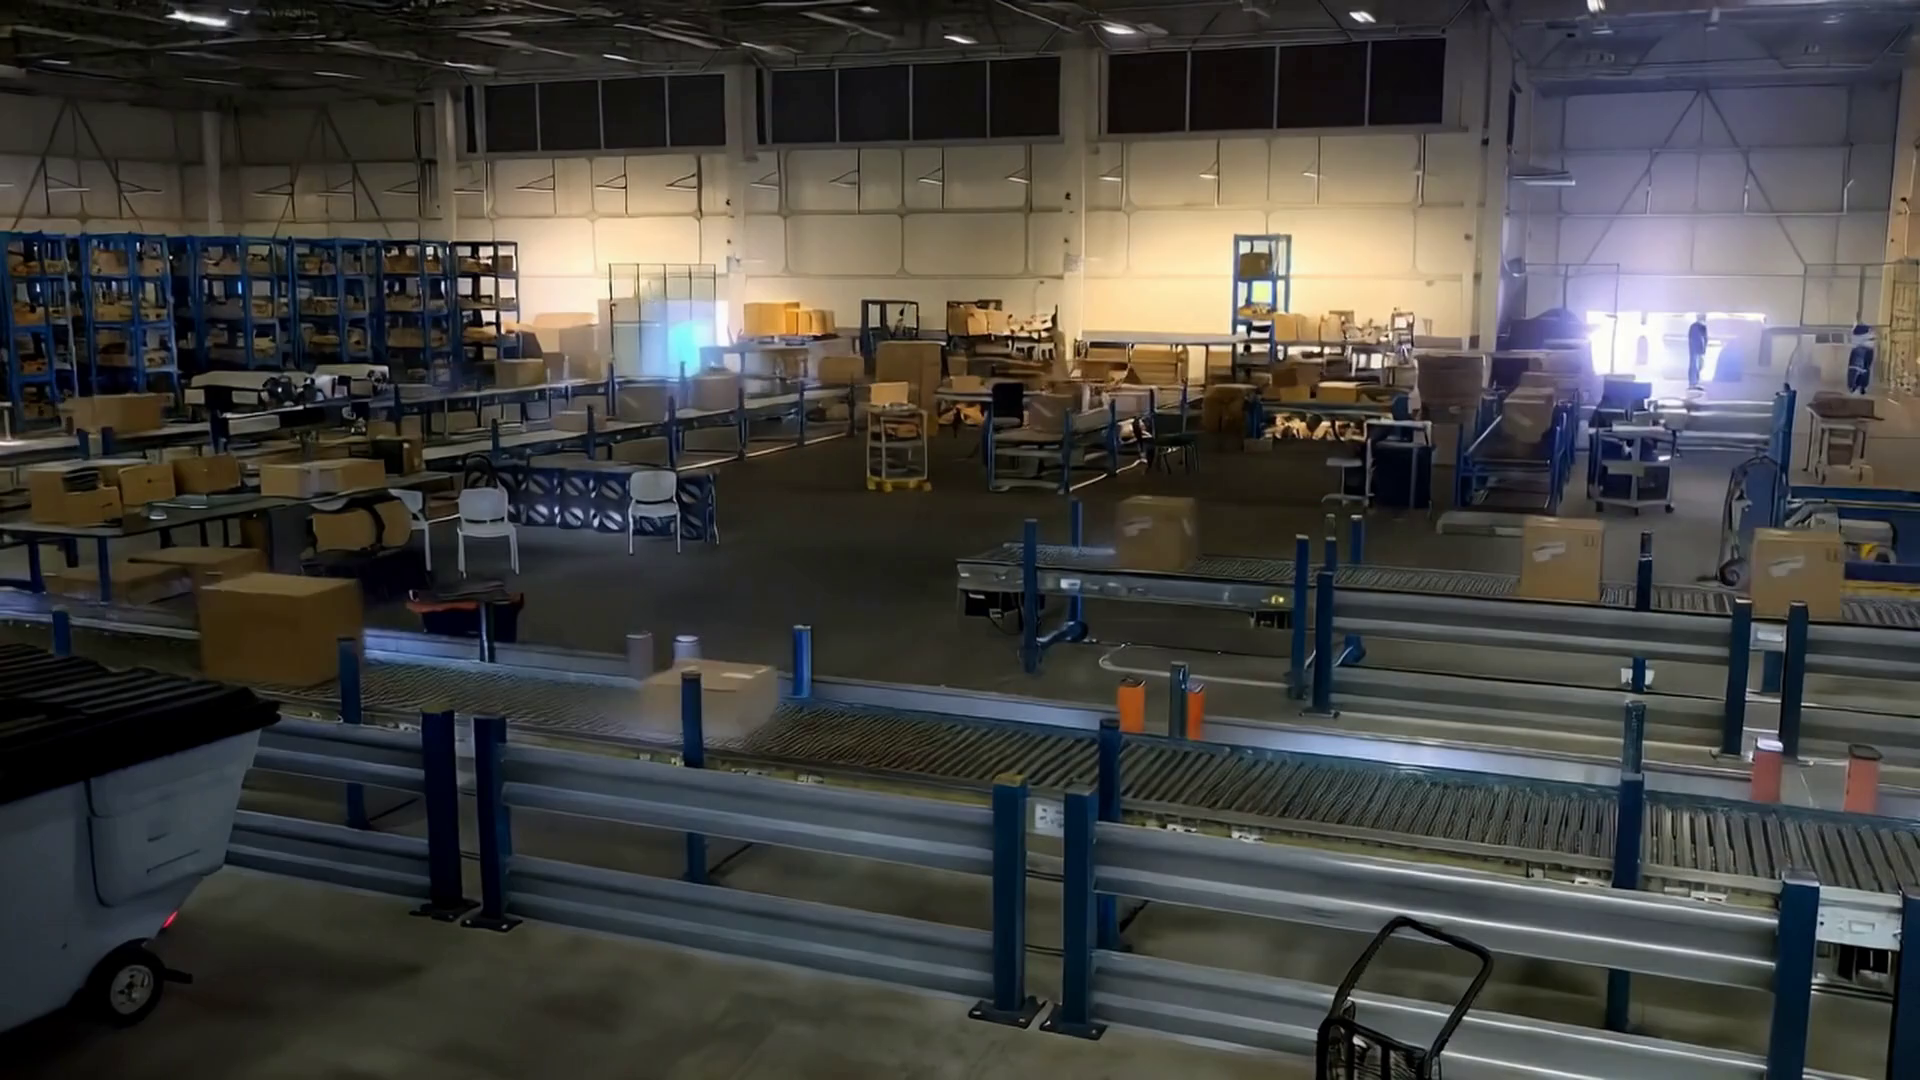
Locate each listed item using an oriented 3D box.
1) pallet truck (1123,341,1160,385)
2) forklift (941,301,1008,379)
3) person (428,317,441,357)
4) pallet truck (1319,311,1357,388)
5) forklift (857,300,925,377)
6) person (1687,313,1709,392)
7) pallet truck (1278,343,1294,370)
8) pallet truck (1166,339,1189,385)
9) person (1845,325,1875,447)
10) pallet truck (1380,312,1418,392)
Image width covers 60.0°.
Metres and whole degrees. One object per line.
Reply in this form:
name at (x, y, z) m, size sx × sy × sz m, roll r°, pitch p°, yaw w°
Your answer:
pallet truck at (4.445, -4.380, 41.279) m, size 0.680 × 1.201 × 1.601 m, roll 4°, pitch 10°, yaw 22°
forklift at (0.365, -4.966, 41.571) m, size 1.157 × 1.987 × 2.680 m, roll 3°, pitch 10°, yaw 20°
person at (-15.196, -5.813, 48.098) m, size 0.390 × 1.846 × 0.565 m, roll 1°, pitch 9°, yaw 9°
pallet truck at (9.071, -4.419, 39.190) m, size 0.823 × 1.965 × 1.885 m, roll 5°, pitch 10°, yaw 26°
forklift at (-1.732, -5.109, 42.468) m, size 1.157 × 1.987 × 2.680 m, roll 4°, pitch 10°, yaw 22°
person at (17.878, -4.542, 40.213) m, size 0.407 × 1.906 × 0.654 m, roll 0°, pitch 9°, yaw -2°
pallet truck at (7.886, -4.163, 39.743) m, size 0.653 × 1.274 × 1.630 m, roll 4°, pitch 10°, yaw 22°
pallet truck at (5.418, -4.269, 40.420) m, size 0.704 × 1.261 × 1.522 m, roll 3°, pitch 10°, yaw 20°
person at (15.069, -2.588, 27.957) m, size 0.615 × 2.044 × 0.371 m, roll -8°, pitch 12°, yaw -38°
pallet truck at (10.207, -4.283, 38.369) m, size 0.823 × 1.965 × 1.885 m, roll 3°, pitch 10°, yaw 20°
